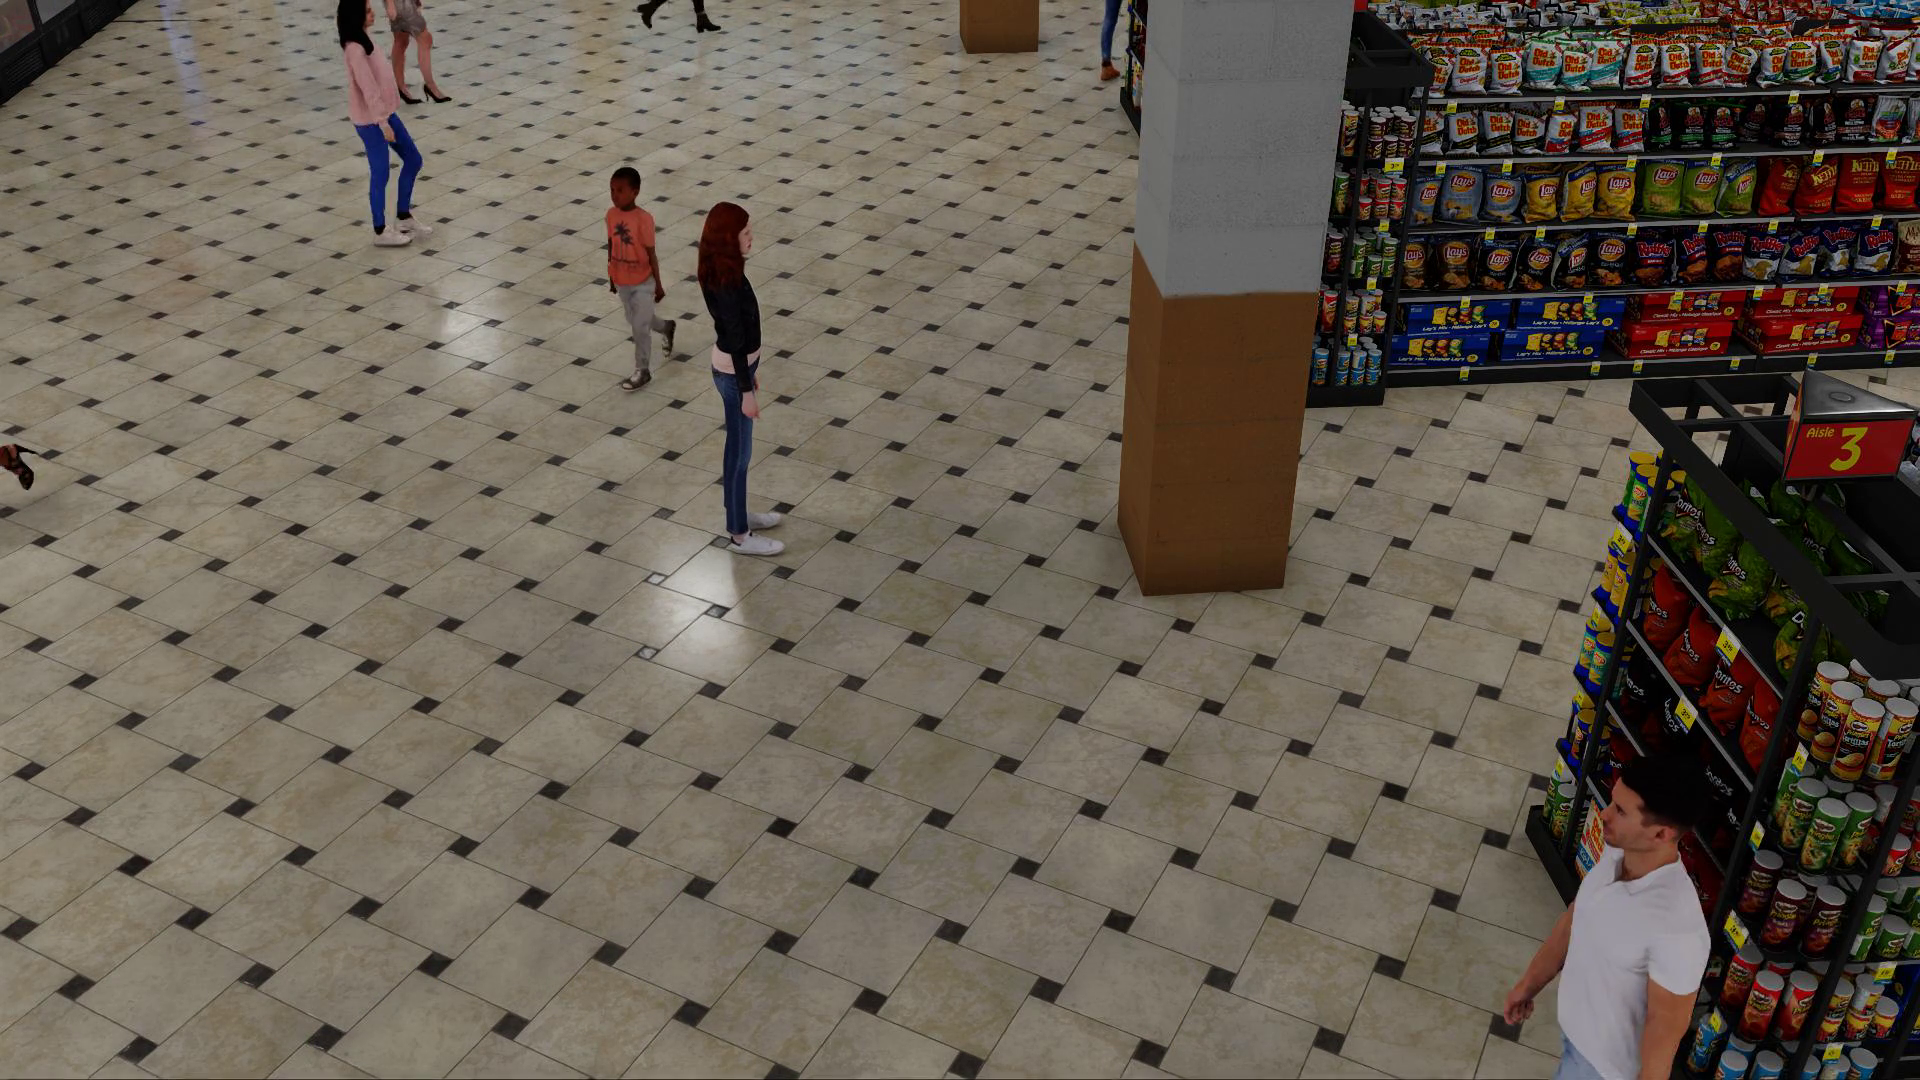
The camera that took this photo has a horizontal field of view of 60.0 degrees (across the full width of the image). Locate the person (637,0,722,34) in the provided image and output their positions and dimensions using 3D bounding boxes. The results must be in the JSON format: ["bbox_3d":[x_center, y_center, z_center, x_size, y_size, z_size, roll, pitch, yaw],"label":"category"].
[{"bbox_3d":[-2.762,-5.730,16.053,1.103,1.724,0.799,-9,33,-15],"label":"person"}]

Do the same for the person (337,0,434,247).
[{"bbox_3d":[-4.082,-2.843,11.385,0.641,1.753,0.663,0,32,-1],"label":"person"}]

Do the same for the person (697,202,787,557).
[{"bbox_3d":[-1.073,-0.769,8.019,0.540,1.790,0.568,-4,32,-6],"label":"person"}]

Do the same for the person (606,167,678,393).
[{"bbox_3d":[-1.865,-1.563,9.766,0.859,1.291,0.837,16,35,24],"label":"person"}]

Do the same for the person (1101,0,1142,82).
[{"bbox_3d":[1.406,-4.950,14.829,0.954,1.693,1.026,25,39,34],"label":"person"}]

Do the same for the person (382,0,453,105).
[{"bbox_3d":[-4.846,-4.547,14.150,0.738,1.725,0.656,-6,32,-9],"label":"person"}]

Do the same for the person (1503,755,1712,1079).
[{"bbox_3d":[1.866,1.356,4.556,0.954,1.840,0.804,5,32,9],"label":"person"}]
